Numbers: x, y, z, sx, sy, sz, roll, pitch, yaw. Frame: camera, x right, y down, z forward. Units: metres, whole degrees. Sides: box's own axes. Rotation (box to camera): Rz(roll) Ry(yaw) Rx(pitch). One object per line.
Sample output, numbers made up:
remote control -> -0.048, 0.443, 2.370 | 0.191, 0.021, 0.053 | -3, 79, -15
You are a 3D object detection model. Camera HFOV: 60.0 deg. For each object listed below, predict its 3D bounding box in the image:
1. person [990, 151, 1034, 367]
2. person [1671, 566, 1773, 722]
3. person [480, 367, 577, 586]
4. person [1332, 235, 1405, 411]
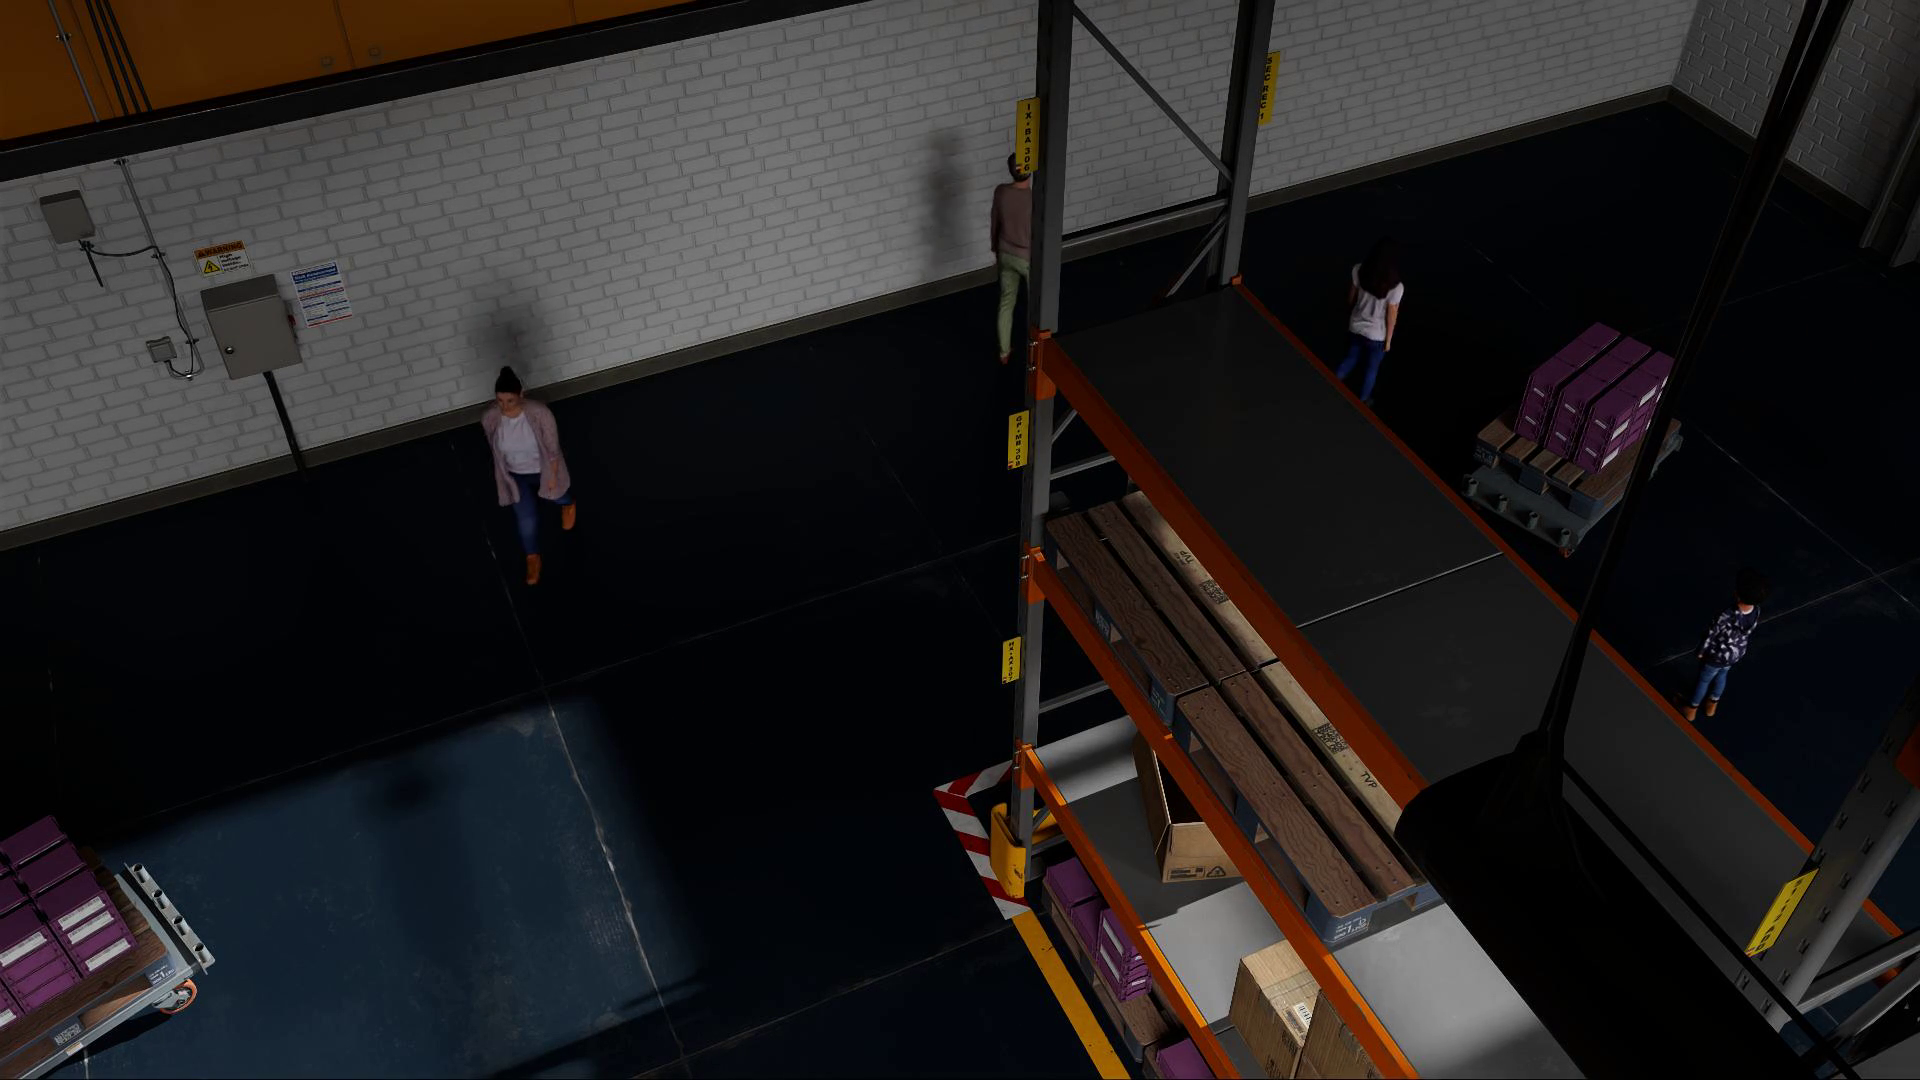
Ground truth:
person -> 0.440, -2.183, 13.162 | 1.121, 1.839, 1.161 | 17, 46, 17
person -> 4.867, 0.671, 10.595 | 0.497, 1.248, 0.493 | -14, 45, -15
person -> -2.947, -0.568, 11.563 | 0.957, 1.707, 1.193 | 0, 44, 0
person -> 3.043, -1.518, 12.590 | 0.850, 1.666, 0.926 | -34, 53, -30
